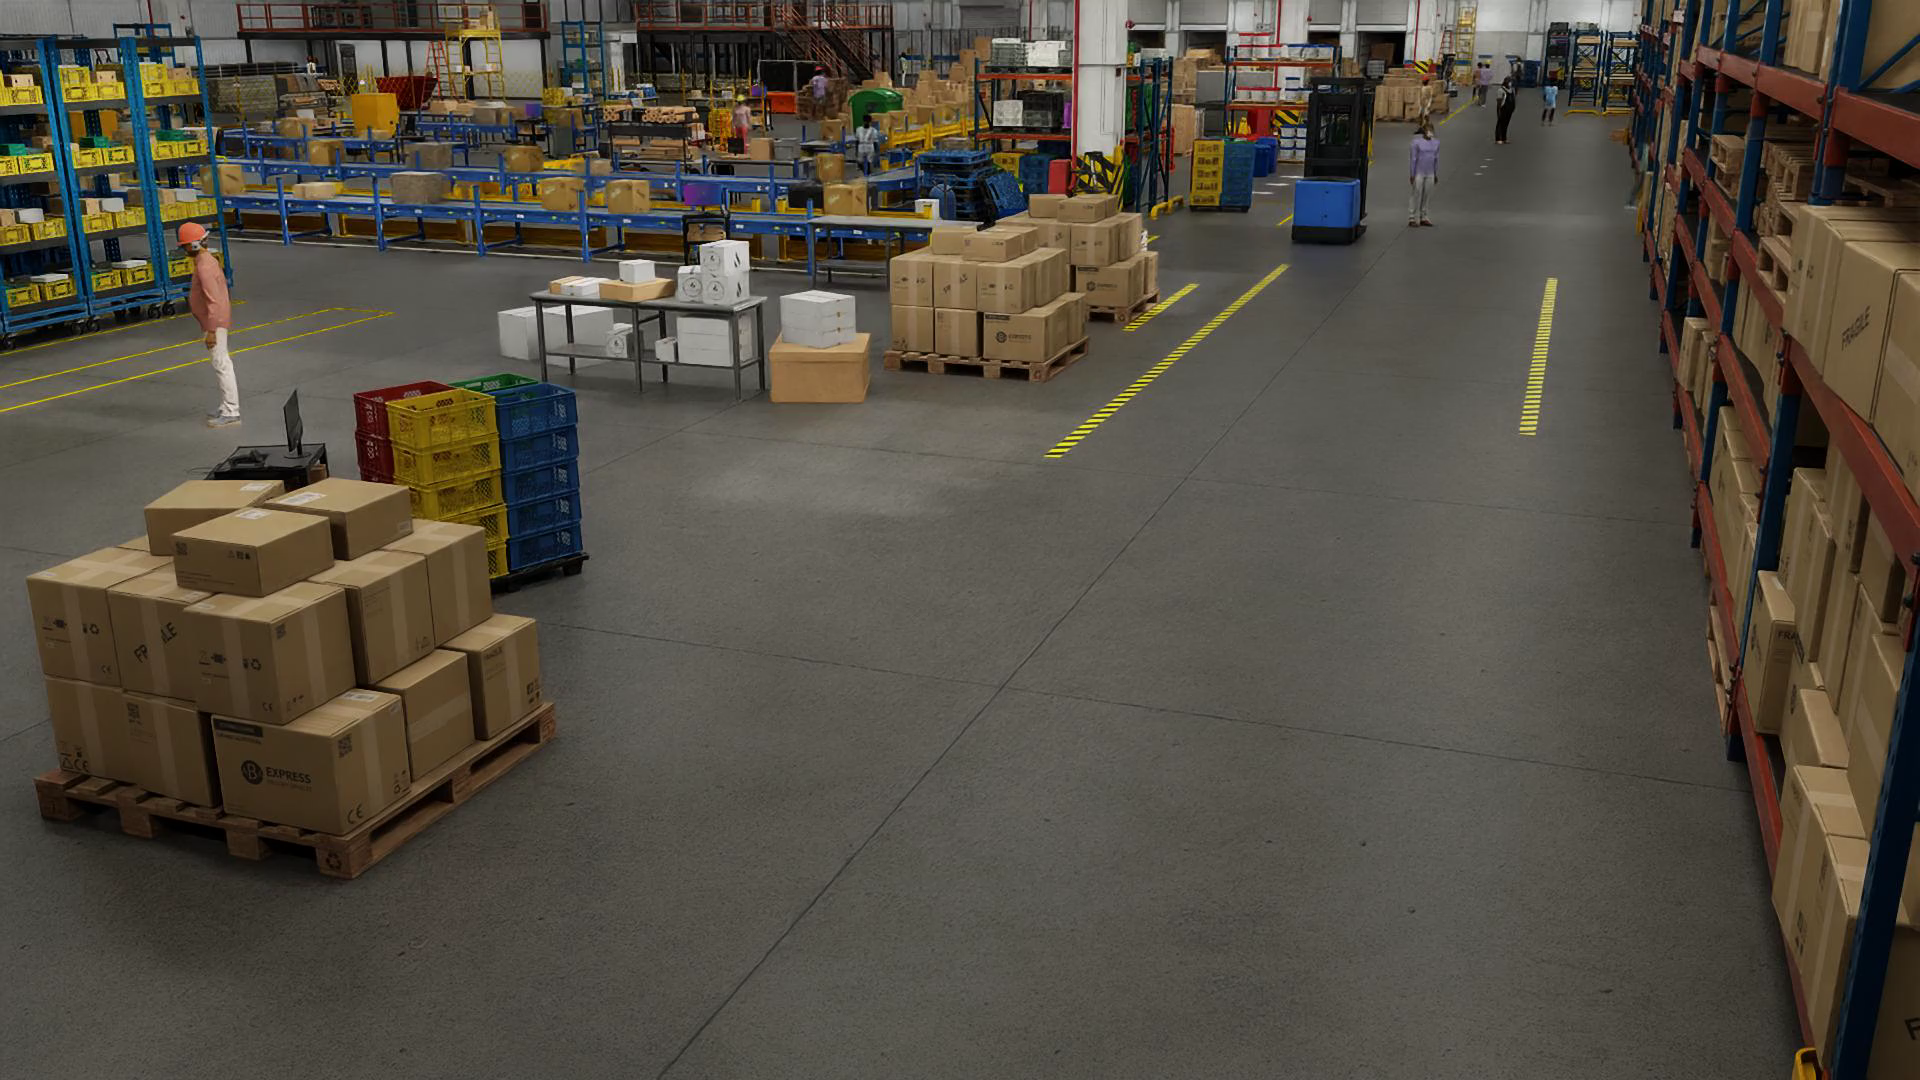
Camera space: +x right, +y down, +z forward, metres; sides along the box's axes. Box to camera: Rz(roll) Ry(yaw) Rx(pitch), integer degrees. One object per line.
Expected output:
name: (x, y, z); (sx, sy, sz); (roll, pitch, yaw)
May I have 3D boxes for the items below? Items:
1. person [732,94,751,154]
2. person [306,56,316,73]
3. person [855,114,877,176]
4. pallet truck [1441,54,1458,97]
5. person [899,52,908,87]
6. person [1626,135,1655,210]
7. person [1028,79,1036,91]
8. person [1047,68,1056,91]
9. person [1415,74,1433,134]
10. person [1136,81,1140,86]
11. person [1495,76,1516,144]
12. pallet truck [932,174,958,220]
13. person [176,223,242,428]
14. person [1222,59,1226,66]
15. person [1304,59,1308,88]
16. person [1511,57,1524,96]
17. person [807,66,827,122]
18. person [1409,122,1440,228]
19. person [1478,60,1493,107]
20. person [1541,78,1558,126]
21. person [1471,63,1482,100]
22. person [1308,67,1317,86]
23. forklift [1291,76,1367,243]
person: (-5.988, -11.395, 45.796); (0.533, 1.751, 0.651); (4, 18, 14)
person: (-30.360, -21.679, 77.890); (0.356, 1.884, 0.574); (5, 18, 17)
person: (-2.143, -8.941, 38.199); (0.547, 1.670, 0.435); (6, 19, 19)
pallet truck: (22.765, -21.886, 78.355); (0.823, 1.965, 1.885); (-4, 18, -14)
person: (-2.968, -24.725, 87.531); (0.429, 1.845, 0.625); (0, 18, 0)
person: (14.093, -7.508, 33.855); (0.894, 1.580, 0.518); (1, 18, 4)
person: (2.813, -17.389, 64.464); (0.455, 1.849, 0.563); (0, 18, 0)
person: (4.665, -23.508, 83.650); (0.600, 1.873, 0.977); (-4, 18, -11)
person: (15.292, -14.355, 54.793); (0.373, 1.934, 0.551); (-8, 19, -24)
person: (9.709, -25.473, 89.736); (0.623, 1.926, 0.606); (-8, 19, -24)
person: (16.639, -13.092, 50.655); (0.688, 2.000, 0.539); (-15, 23, -39)
pallet truck: (-0.507, -5.292, 27.348); (0.653, 1.274, 1.630); (6, 19, 19)
person: (-7.291, -2.087, 16.169); (0.406, 1.983, 0.613); (-7, 19, -20)
person: (12.175, -21.153, 76.380); (0.949, 1.792, 0.640); (-7, 19, -20)
person: (16.917, -22.790, 81.627); (0.359, 1.730, 0.511); (5, 18, 16)
person: (26.786, -22.331, 80.080); (0.517, 1.800, 0.926); (-1, 18, -2)
person: (-5.170, -16.179, 60.425); (0.647, 1.990, 1.010); (-17, 24, -42)
person: (8.705, -6.849, 31.205); (0.632, 1.940, 0.372); (-7, 19, -21)
person: (22.301, -19.352, 70.530); (0.617, 1.904, 0.572); (17, 24, 42)
person: (20.821, -15.443, 58.638); (0.550, 1.660, 0.783); (-2, 18, -6)
person: (23.636, -20.919, 75.870); (0.552, 1.650, 0.861); (2, 18, 6)
person: (15.605, -20.329, 73.885); (0.743, 1.742, 0.533); (2, 18, 5)
forklift: (6.598, -6.755, 29.381); (1.129, 2.768, 1.873); (6, 19, 19)
